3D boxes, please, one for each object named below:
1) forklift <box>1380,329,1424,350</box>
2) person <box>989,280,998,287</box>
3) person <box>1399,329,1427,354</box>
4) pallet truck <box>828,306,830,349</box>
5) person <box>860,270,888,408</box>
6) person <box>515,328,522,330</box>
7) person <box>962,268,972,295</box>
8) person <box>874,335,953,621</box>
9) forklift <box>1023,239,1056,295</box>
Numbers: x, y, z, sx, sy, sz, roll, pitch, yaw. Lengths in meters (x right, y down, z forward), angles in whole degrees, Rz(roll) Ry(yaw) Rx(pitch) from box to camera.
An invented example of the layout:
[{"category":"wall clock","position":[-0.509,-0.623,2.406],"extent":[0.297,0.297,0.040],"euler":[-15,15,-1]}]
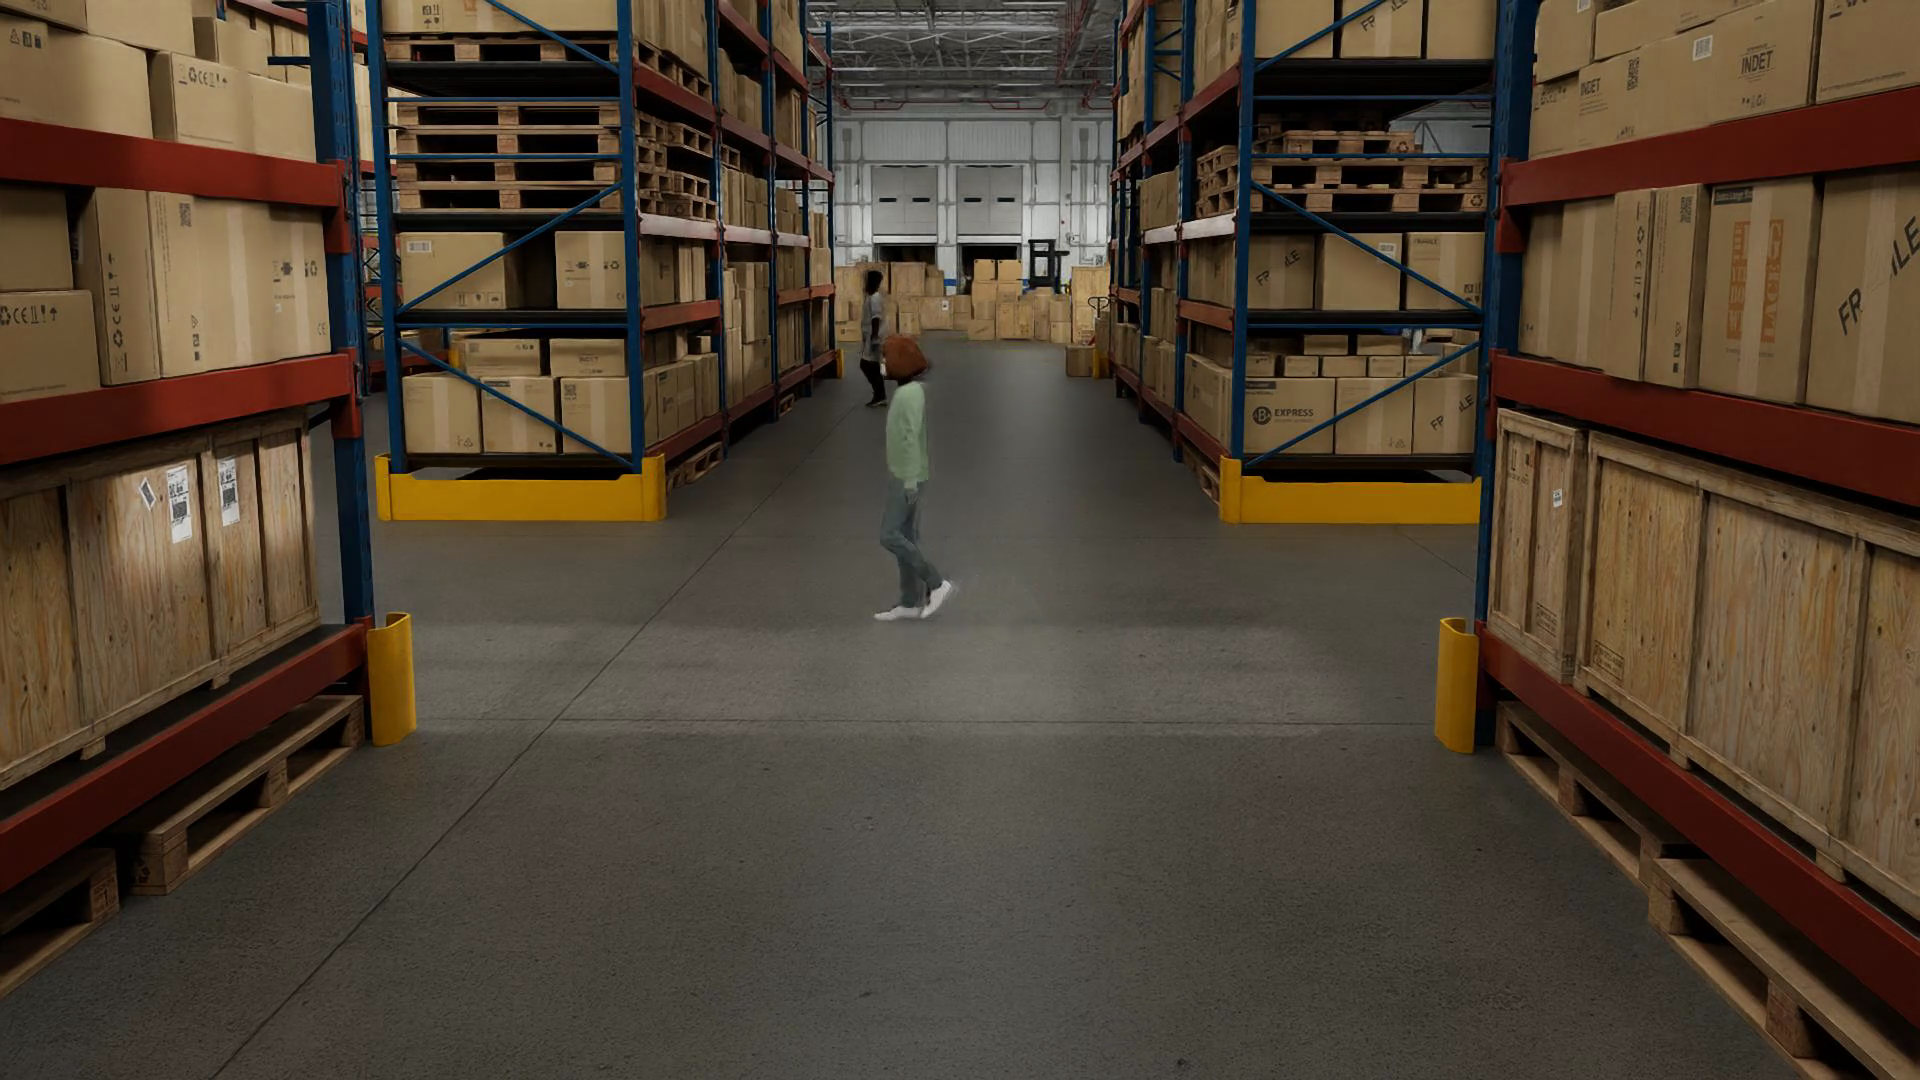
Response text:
[{"category":"forklift","position":[9.741,-5.814,38.389],"extent":[1.873,2.768,1.129],"euler":[4,10,21]},{"category":"person","position":[1.102,-8.395,57.318],"extent":[0.544,1.719,0.347],"euler":[8,12,40]},{"category":"person","position":[8.428,-3.940,30.930],"extent":[0.517,1.626,0.363],"euler":[2,10,9]},{"category":"pallet truck","position":[-3.100,-3.940,29.800],"extent":[1.885,1.965,0.823],"euler":[3,10,19]},{"category":"person","position":[-1.177,-2.783,23.152],"extent":[0.407,1.916,0.736],"euler":[1,9,3]},{"category":"person","position":[-8.381,-4.182,31.599],"extent":[0.862,1.873,0.680],"euler":[0,9,0]},{"category":"person","position":[0.312,-9.178,61.669],"extent":[0.549,1.830,0.441],"euler":[-9,13,-42]},{"category":"person","position":[-0.304,-0.332,9.304],"extent":[0.378,1.619,0.533],"euler":[-1,10,-7]},{"category":"forklift","position":[2.839,-9.070,57.888],"extent":[1.129,2.768,1.873],"euler":[6,11,33]}]
